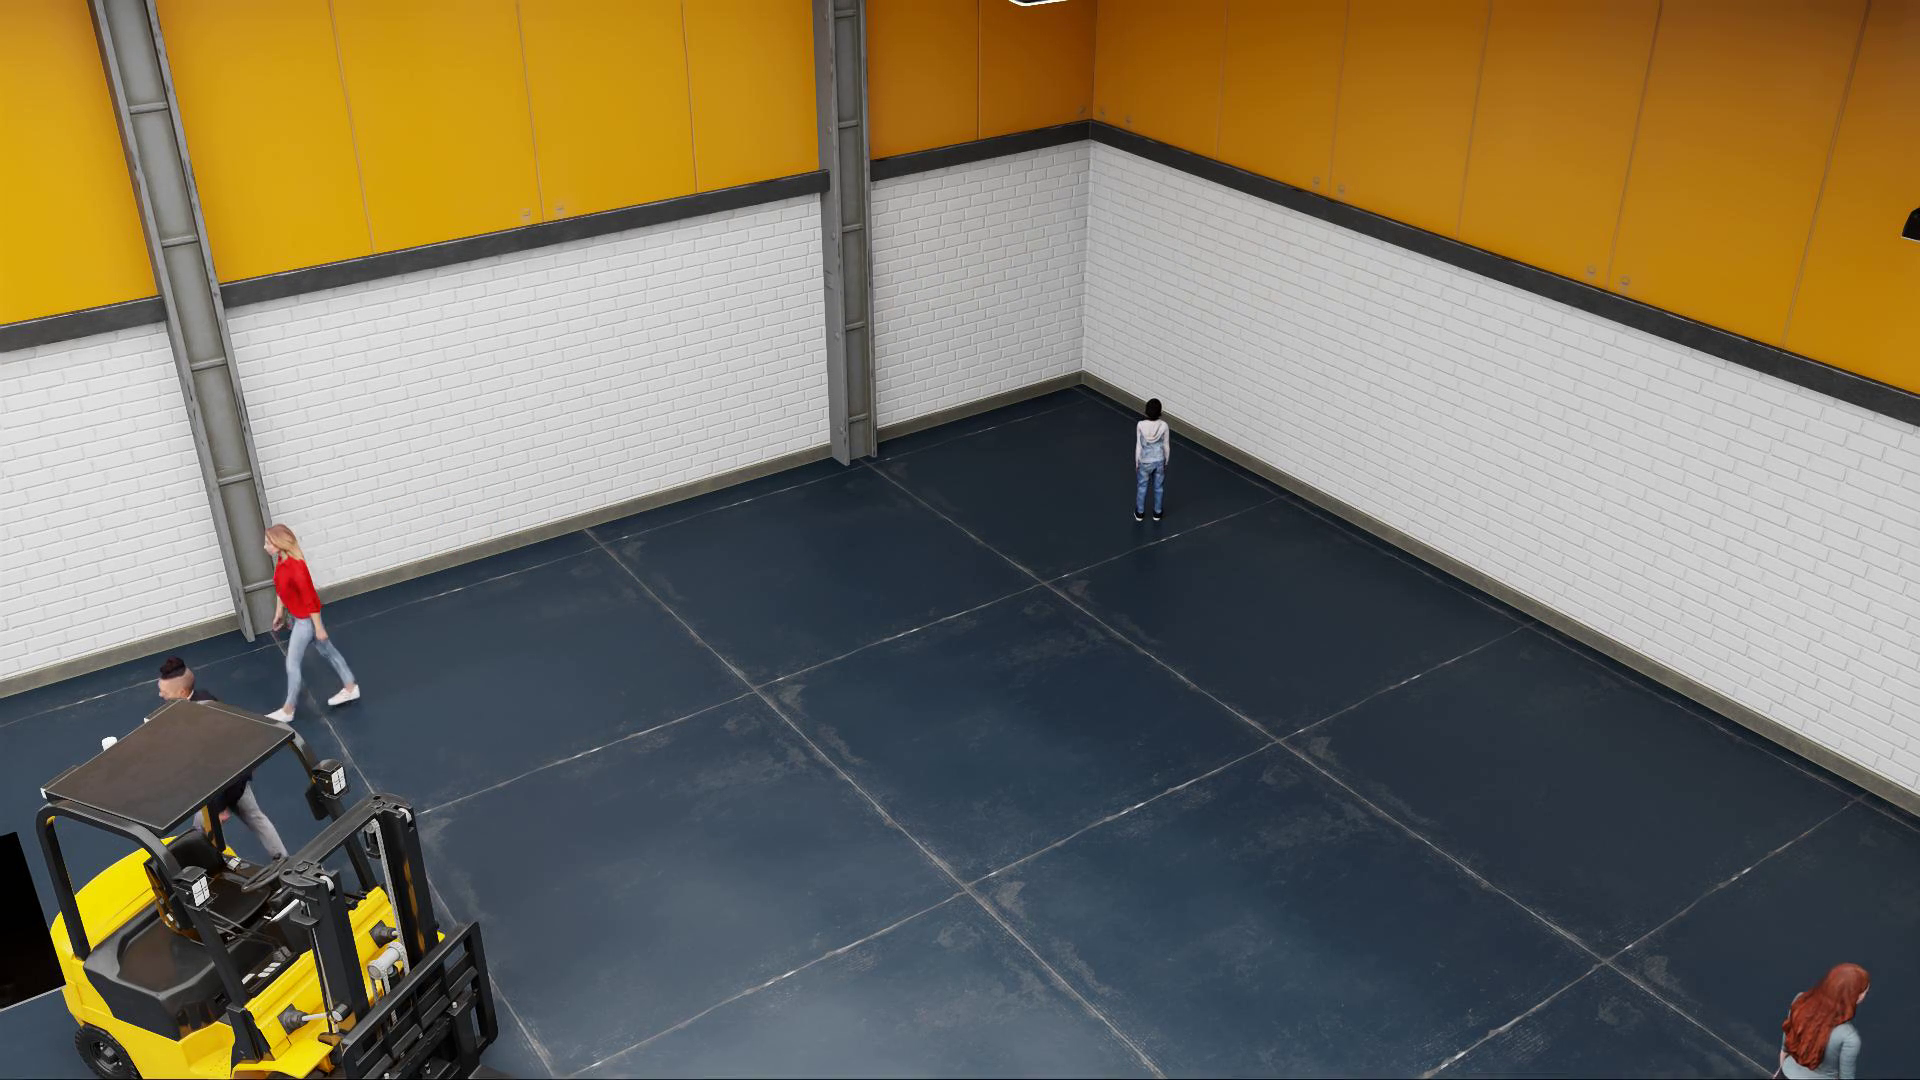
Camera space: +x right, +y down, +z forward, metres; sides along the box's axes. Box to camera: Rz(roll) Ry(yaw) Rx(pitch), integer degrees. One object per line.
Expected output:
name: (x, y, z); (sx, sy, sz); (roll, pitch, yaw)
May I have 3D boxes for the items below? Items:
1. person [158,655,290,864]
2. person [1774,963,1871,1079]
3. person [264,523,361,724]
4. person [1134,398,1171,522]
person: (-4.797, 1.573, 10.979); (1.104, 1.917, 1.023); (-4, 29, -7)
person: (4.430, 2.912, 8.705); (0.611, 1.744, 0.630); (-11, 30, -19)
person: (-5.032, 0.609, 13.005); (0.995, 1.668, 0.635); (-16, 33, -27)
person: (1.837, -0.776, 15.970); (0.563, 1.261, 0.630); (1, 29, 3)
